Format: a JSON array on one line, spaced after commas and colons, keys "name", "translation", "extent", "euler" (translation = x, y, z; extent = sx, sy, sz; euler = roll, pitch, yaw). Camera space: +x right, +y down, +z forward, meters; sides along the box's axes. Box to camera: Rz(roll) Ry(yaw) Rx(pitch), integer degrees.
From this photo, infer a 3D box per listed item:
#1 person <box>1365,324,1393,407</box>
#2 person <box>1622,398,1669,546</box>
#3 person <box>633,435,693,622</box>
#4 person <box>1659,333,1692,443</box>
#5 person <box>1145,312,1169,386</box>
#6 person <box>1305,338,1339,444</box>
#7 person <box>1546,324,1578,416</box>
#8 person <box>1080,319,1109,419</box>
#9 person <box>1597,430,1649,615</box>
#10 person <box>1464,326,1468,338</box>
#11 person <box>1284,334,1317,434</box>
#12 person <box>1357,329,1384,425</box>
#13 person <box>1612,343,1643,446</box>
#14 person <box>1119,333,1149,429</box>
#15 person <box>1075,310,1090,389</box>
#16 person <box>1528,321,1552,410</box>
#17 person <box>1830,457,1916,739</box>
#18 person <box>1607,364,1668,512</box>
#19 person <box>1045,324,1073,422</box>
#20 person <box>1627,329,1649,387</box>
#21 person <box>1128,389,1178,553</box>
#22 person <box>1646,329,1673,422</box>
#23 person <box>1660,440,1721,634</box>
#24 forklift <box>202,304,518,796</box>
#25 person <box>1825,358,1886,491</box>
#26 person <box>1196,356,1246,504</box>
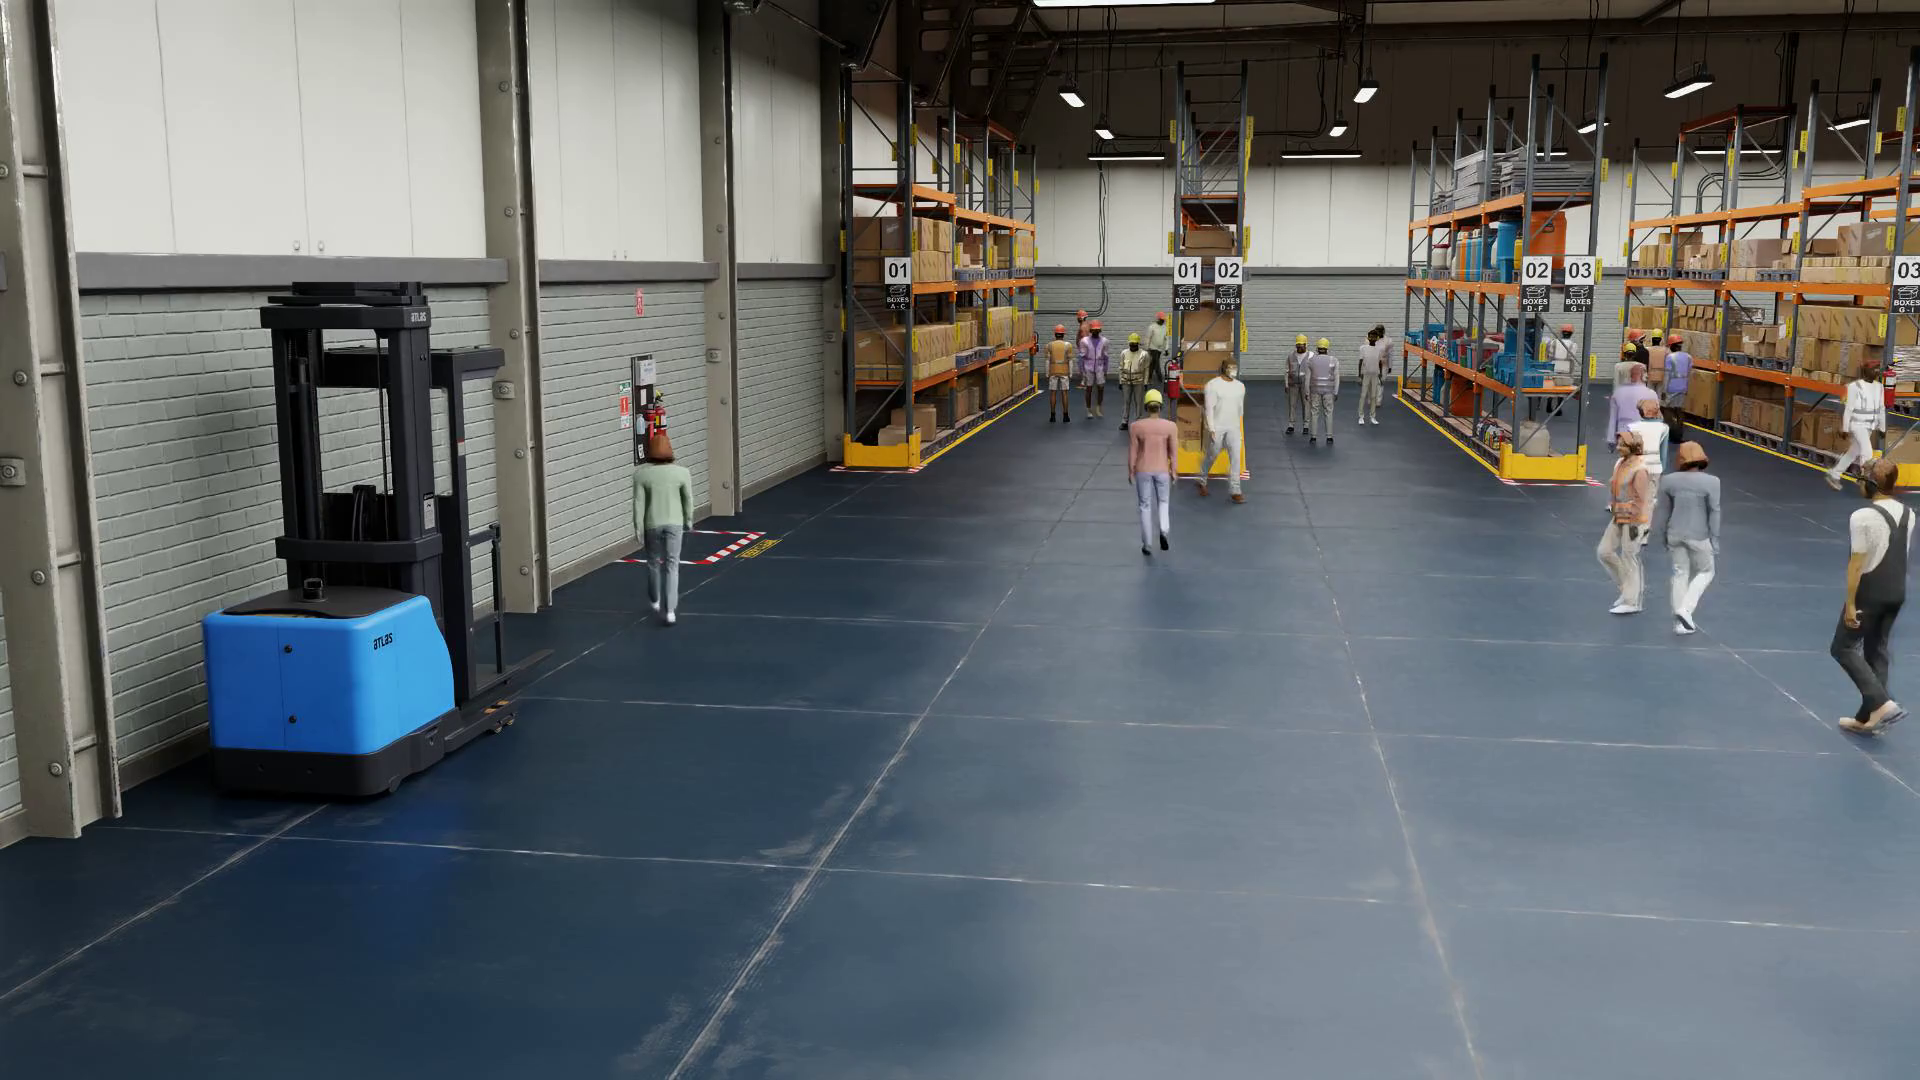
[{"name": "person", "translation": [9.245, -3.852, 36.766], "extent": [0.652, 1.829, 0.521], "euler": [2, 9, 12]}, {"name": "person", "translation": [7.488, -0.739, 18.204], "extent": [0.539, 1.625, 0.391], "euler": [-1, 9, -6]}, {"name": "person", "translation": [-2.570, -0.111, 14.433], "extent": [0.510, 1.590, 0.840], "euler": [-1, 9, -9]}, {"name": "person", "translation": [12.489, -2.648, 29.054], "extent": [0.604, 1.915, 0.390], "euler": [-4, 10, -22]}, {"name": "person", "translation": [5.189, -5.035, 43.798], "extent": [0.602, 1.930, 1.002], "euler": [-6, 11, -33]}, {"name": "person", "translation": [6.324, -2.608, 29.084], "extent": [0.591, 1.834, 0.404], "euler": [2, 9, 13]}, {"name": "person", "translation": [12.478, -3.528, 34.559], "extent": [0.606, 1.900, 0.688], "euler": [6, 11, 32]}, {"name": "person", "translation": [2.729, -3.459, 33.780], "extent": [0.628, 2.019, 0.723], "euler": [-1, 9, -5]}, {"name": "person", "translation": [5.830, -0.155, 14.582], "extent": [0.374, 1.622, 0.541], "euler": [0, 9, -1]}, {"name": "person", "translation": [12.889, -4.637, 42.314], "extent": [0.664, 1.619, 0.517], "euler": [7, 12, 37]}, {"name": "person", "translation": [6.297, -2.884, 30.794], "extent": [0.599, 1.832, 0.404], "euler": [4, 10, 21]}, {"name": "person", "translation": [8.054, -3.194, 32.613], "extent": [0.518, 1.865, 0.327], "euler": [-1, 9, -5]}, {"name": "person", "translation": [11.483, -2.496, 28.602], "extent": [0.523, 1.769, 0.314], "euler": [1, 9, 7]}, {"name": "person", "translation": [3.286, -3.009, 31.561], "extent": [0.589, 1.834, 0.403], "euler": [4, 10, 22]}, {"name": "person", "translation": [3.141, -4.887, 42.643], "extent": [0.383, 1.996, 0.609], "euler": [2, 9, 11]}, {"name": "person", "translation": [12.671, -3.859, 36.520], "extent": [0.619, 1.937, 0.867], "euler": [3, 10, 20]}, {"name": "person", "translation": [5.889, 0.384, 10.669], "extent": [0.505, 1.832, 0.472], "euler": [-3, 10, -18]}, {"name": "person", "translation": [8.454, -1.266, 20.766], "extent": [1.012, 1.853, 0.644], "euler": [-4, 10, -23]}, {"name": "person", "translation": [1.981, -3.335, 33.249], "extent": [0.550, 1.935, 0.376], "euler": [1, 9, 7]}, {"name": "person", "translation": [11.908, -2.719, 29.305], "extent": [0.390, 1.986, 0.609], "euler": [7, 12, 37]}, {"name": "person", "translation": [2.048, -0.724, 17.709], "extent": [0.525, 1.757, 0.407], "euler": [0, 9, 2]}, {"name": "person", "translation": [12.992, -2.985, 31.124], "extent": [0.585, 1.928, 0.365], "euler": [1, 9, 8]}, {"name": "person", "translation": [6.050, -0.020, 13.778], "extent": [0.371, 1.611, 0.528], "euler": [-7, 12, -39]}, {"name": "forklift", "translation": [-3.673, -0.038, 10.147], "extent": [1.129, 2.768, 1.873], "euler": [1, 9, 9]}, {"name": "person", "translation": [12.217, -1.546, 22.557], "extent": [0.586, 1.839, 1.014], "euler": [-4, 10, -22]}, {"name": "person", "translation": [3.449, -1.474, 21.939], "extent": [0.628, 1.909, 0.991], "euler": [-3, 10, -20]}]
